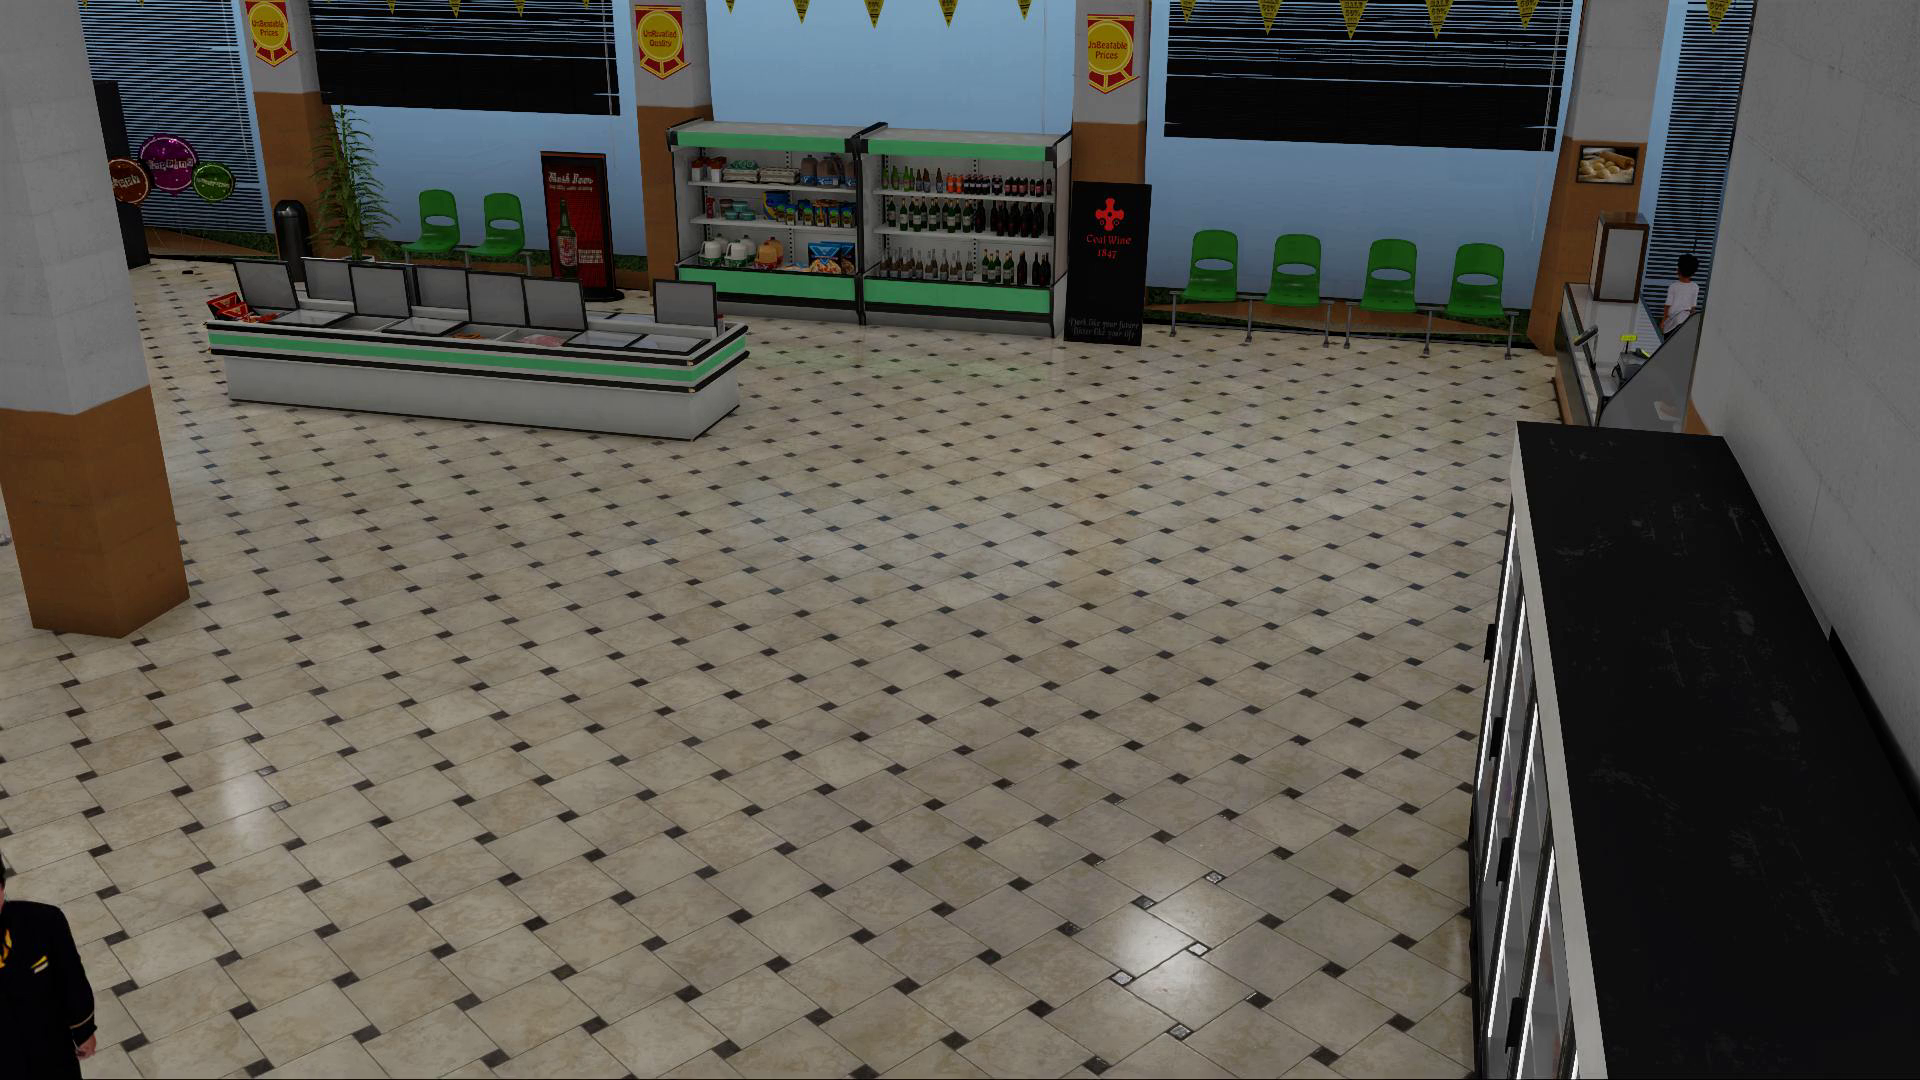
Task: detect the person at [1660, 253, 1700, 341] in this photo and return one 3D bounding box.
[{"bbox_3d":[7.108,-2.202,16.449,0.530,1.262,0.619,-3,22,-7],"label":"person"}]
